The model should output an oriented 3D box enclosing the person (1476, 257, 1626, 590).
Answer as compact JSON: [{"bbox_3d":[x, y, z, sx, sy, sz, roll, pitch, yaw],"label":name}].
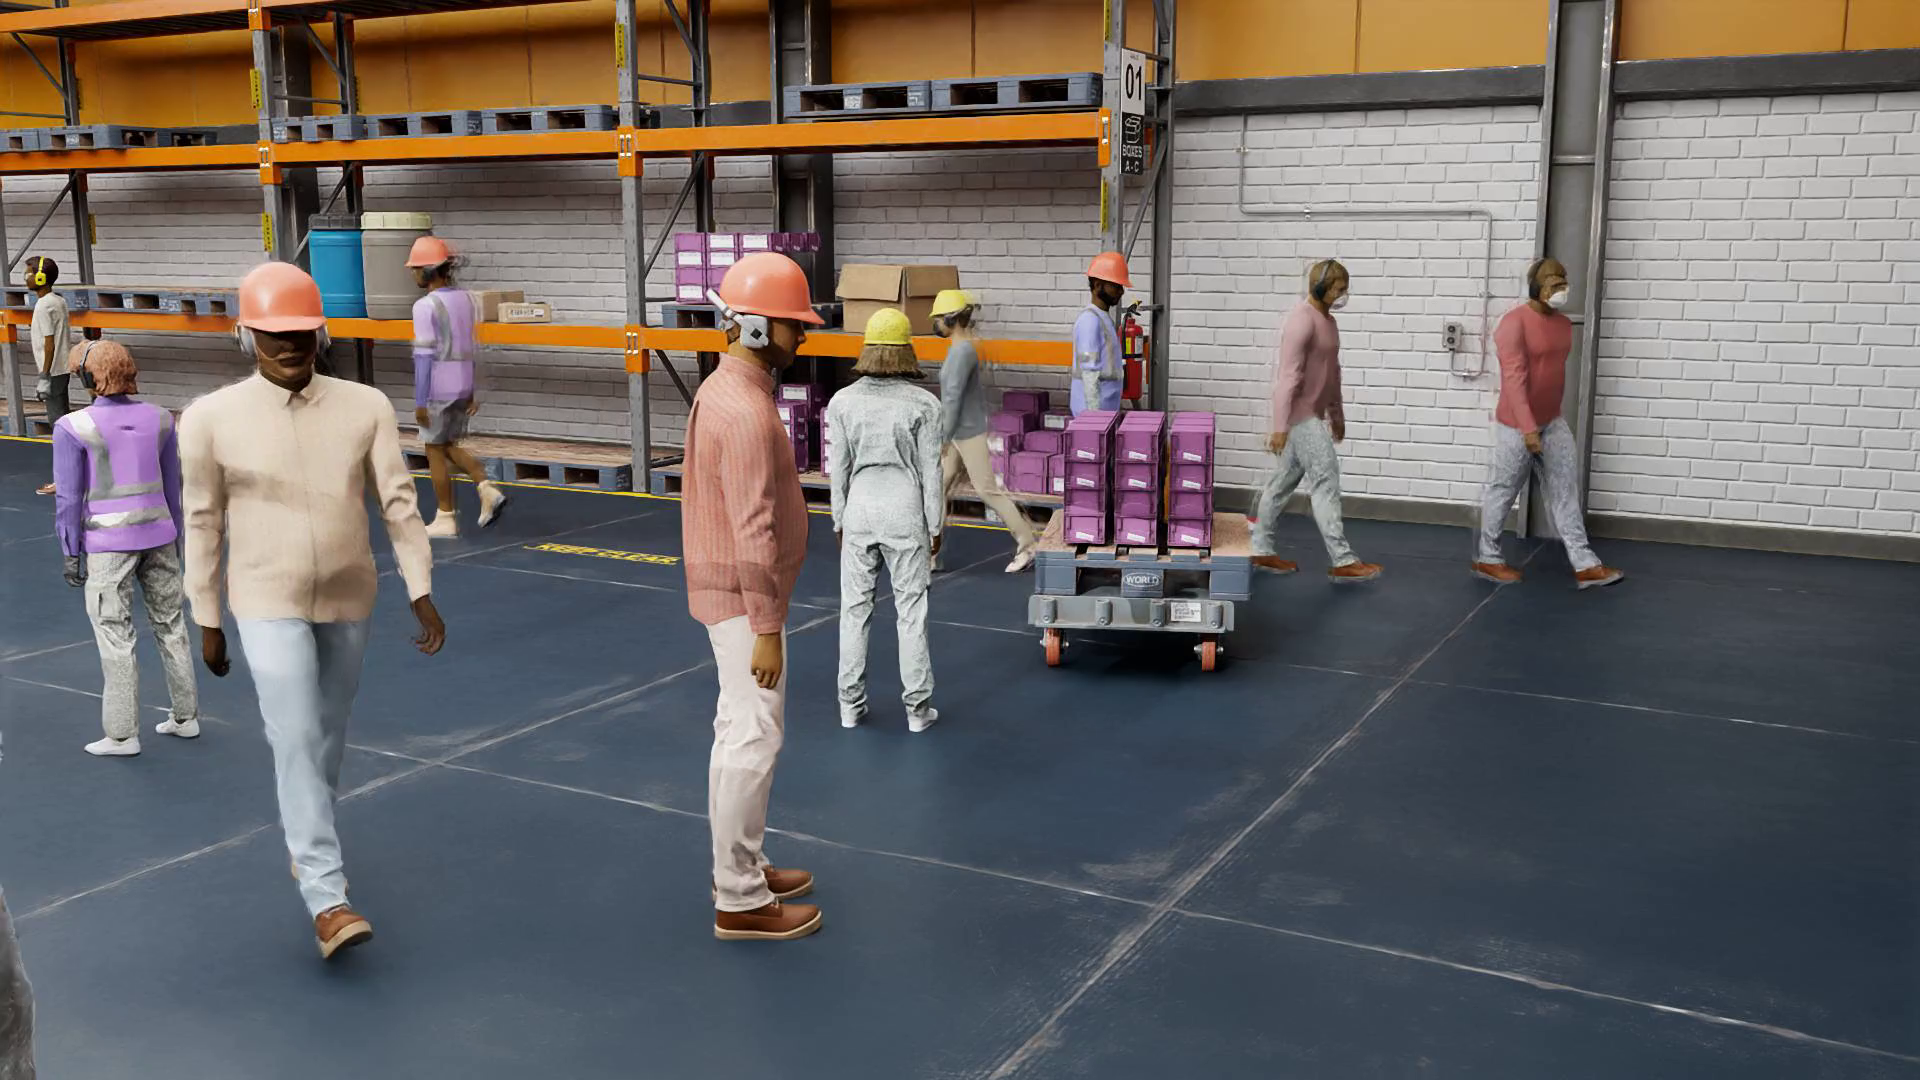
[{"bbox_3d":[3.350,-0.638,9.458,0.641,1.895,0.949,-7,12,-33],"label":"person"}]

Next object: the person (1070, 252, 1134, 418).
[{"bbox_3d":[0.866,-0.787,10.195,0.374,1.929,0.542,2,11,10],"label":"person"}]

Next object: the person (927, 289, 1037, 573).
[{"bbox_3d":[0.073,-0.642,9.972,0.895,1.716,0.520,-1,10,-8],"label":"person"}]

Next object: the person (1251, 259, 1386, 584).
[{"bbox_3d":[2.120,-0.685,9.732,0.960,1.881,0.739,5,11,25],"label":"person"}]

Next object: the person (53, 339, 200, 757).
[{"bbox_3d":[-3.277,0.032,6.534,0.318,1.631,0.513,6,12,28],"label":"person"}]

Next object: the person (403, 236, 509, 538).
[{"bbox_3d":[-3.407,-1.002,11.110,0.532,2.023,0.627,3,11,15],"label":"person"}]

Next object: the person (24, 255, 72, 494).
[{"bbox_3d":[-7.197,-1.302,13.167,0.328,1.876,0.514,-3,11,-15],"label":"person"}]

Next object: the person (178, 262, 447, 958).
[{"bbox_3d":[-1.849,0.185,4.804,0.629,1.937,1.008,-8,13,-39],"label":"person"}]

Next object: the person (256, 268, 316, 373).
[{"bbox_3d":[-4.215,-0.785,10.418,0.373,1.840,0.572,-5,12,-27],"label":"person"}]

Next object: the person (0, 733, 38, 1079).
[{"bbox_3d":[-2.046,0.600,2.995,0.597,1.801,0.858,3,11,14],"label":"person"}]

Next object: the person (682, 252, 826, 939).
[{"bbox_3d":[-0.585,0.174,4.796,0.411,1.980,0.626,-3,11,-14],"label":"person"}]

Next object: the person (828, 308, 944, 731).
[{"bbox_3d":[-0.299,-0.081,6.867,0.484,1.735,0.335,2,11,13],"label":"person"}]
